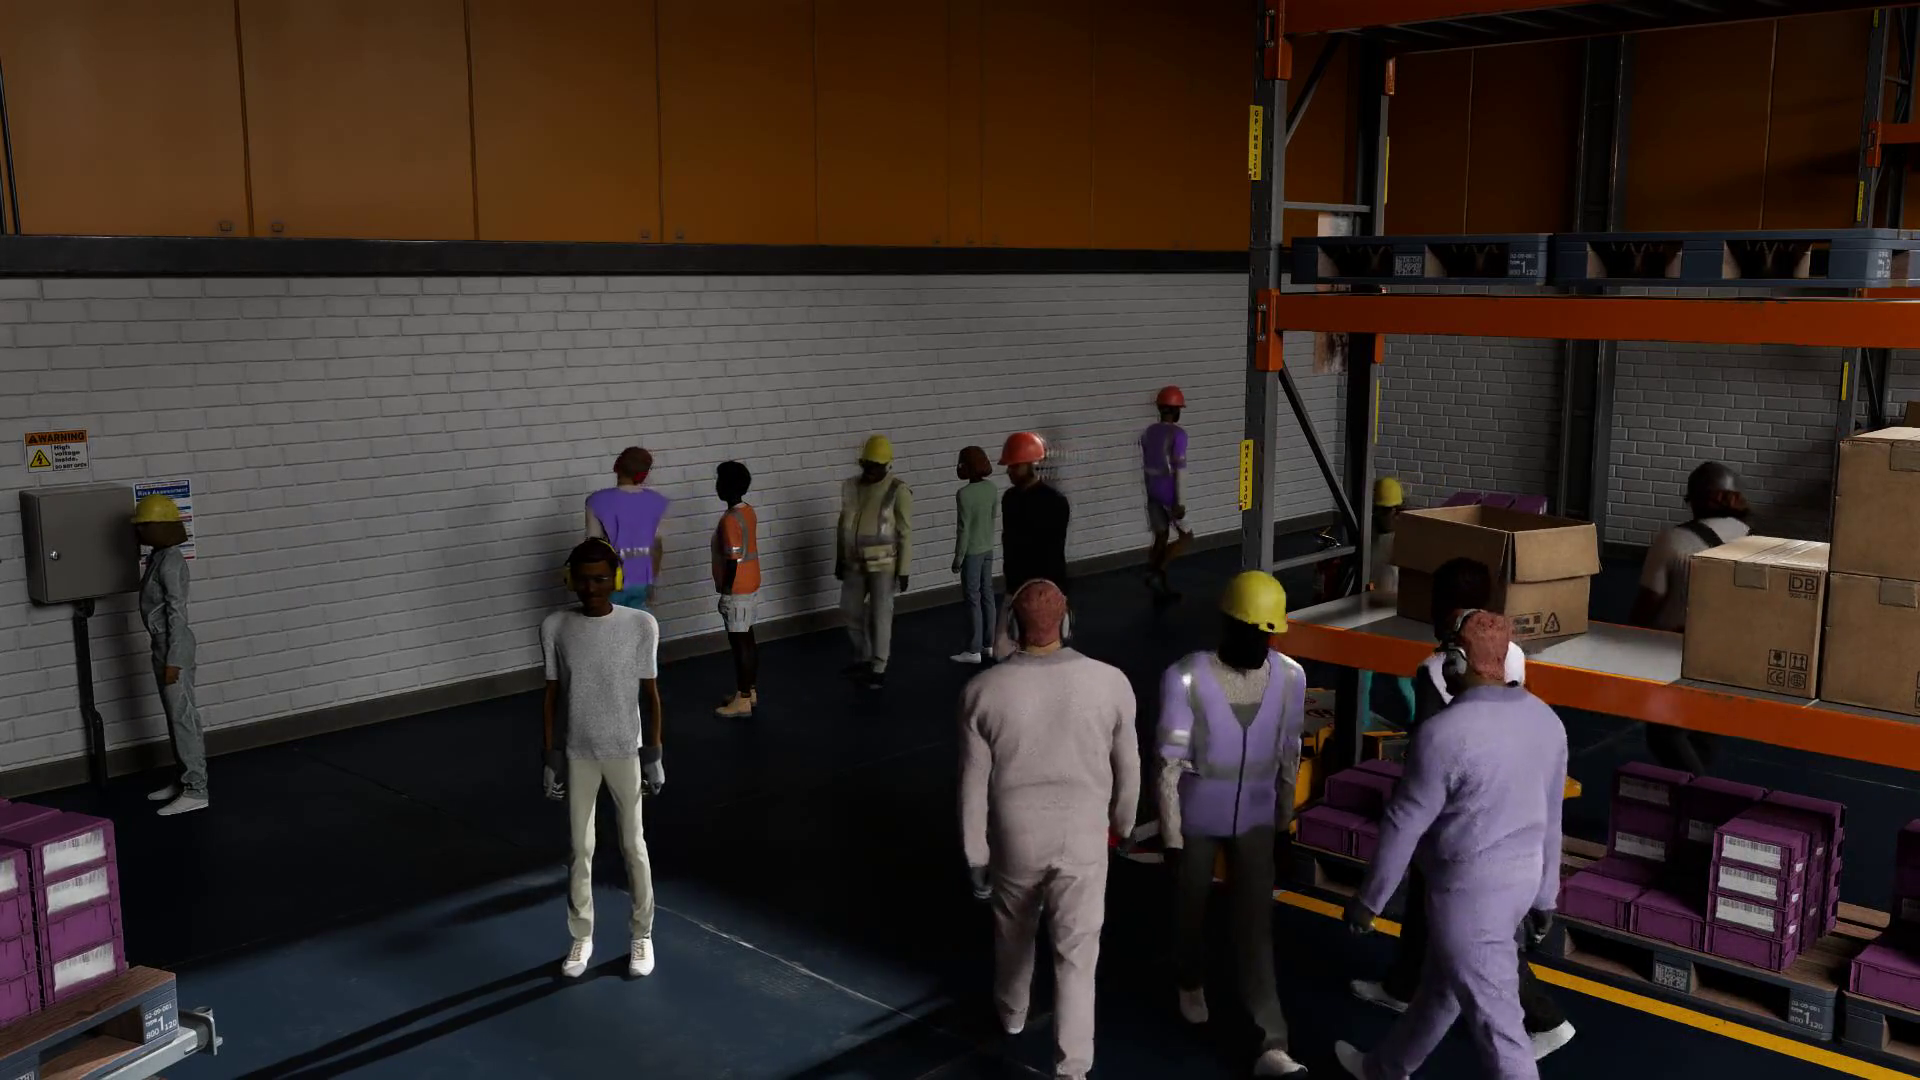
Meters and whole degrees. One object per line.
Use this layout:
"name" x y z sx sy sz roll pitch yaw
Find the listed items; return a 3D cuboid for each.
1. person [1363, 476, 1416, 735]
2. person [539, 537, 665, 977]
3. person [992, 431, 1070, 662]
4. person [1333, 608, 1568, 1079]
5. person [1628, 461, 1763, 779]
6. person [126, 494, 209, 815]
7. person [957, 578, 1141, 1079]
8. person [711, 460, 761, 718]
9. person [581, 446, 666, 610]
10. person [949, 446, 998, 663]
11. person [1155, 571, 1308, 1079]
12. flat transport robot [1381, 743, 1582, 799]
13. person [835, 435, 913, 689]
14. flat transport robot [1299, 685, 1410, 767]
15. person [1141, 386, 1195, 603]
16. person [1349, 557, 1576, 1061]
"person" 2.536 0.479 9.887 0.537 1.744 0.734 7 12 37
"person" -1.495 0.903 6.936 0.514 1.861 0.316 0 9 -2
"person" 0.423 0.315 10.202 0.441 1.971 0.614 -8 12 -41
"person" 1.602 1.145 5.473 0.659 1.840 1.011 -8 12 -41
"person" 3.738 0.592 8.282 0.758 2.000 0.812 -1 9 -5
"person" -4.321 0.615 9.051 0.297 1.743 0.493 -6 11 -32
"person" 0.322 1.059 6.008 0.657 1.853 1.014 0 9 3
"person" -1.483 0.319 11.003 0.318 1.698 0.535 1 9 4
"person" -2.190 0.298 10.794 0.604 1.807 0.470 -9 13 -42
"person" 0.105 0.106 12.509 0.282 1.633 0.500 5 11 30
"person" 1.012 1.028 6.164 0.611 1.851 1.051 -1 9 -9
"flat transport robot" 2.673 1.300 9.356 1.431 0.197 0.652 -2 9 -11
"person" -0.615 0.152 11.737 0.660 1.806 0.484 6 11 32
"flat transport robot" 2.210 1.144 10.307 0.652 0.197 1.431 -2 9 -11
"person" 1.824 -0.392 14.649 0.415 1.925 0.554 -6 11 -33
"person" 1.923 1.000 6.277 0.605 1.881 0.948 -9 13 -43
